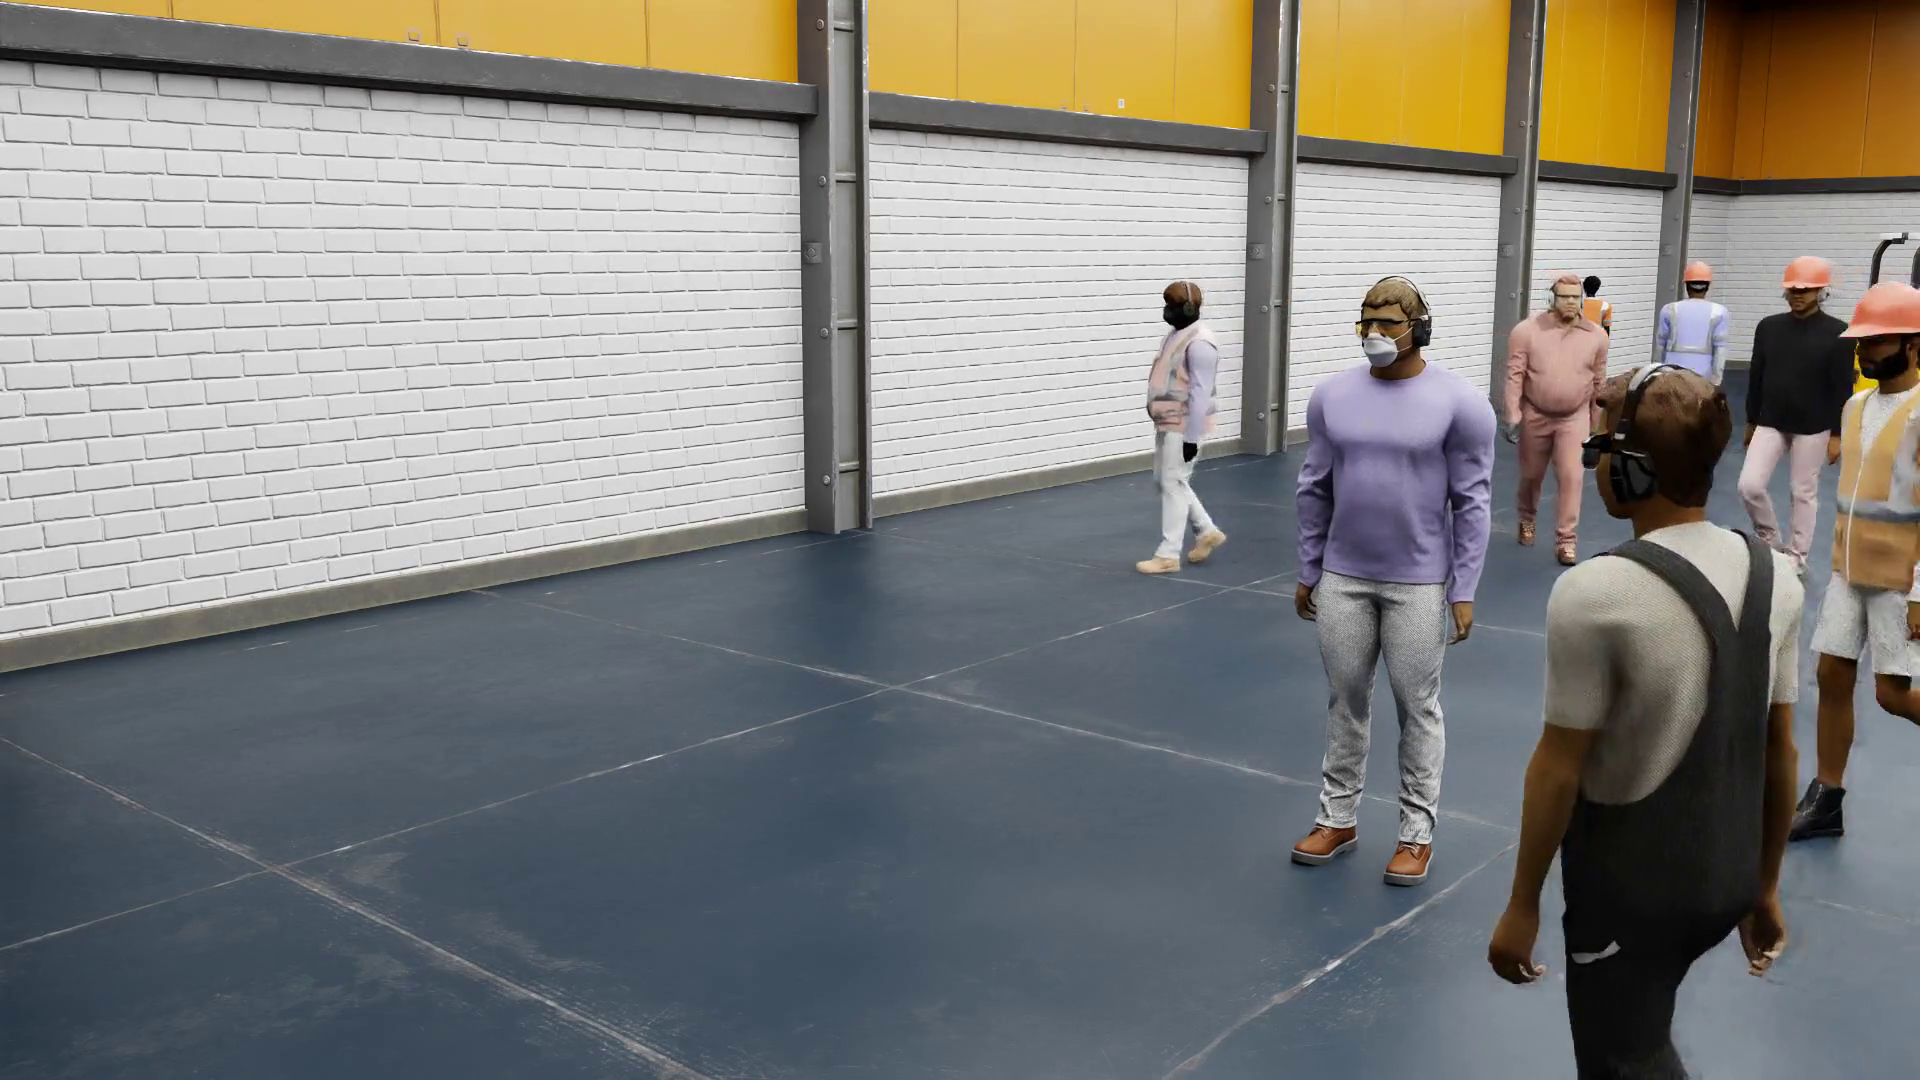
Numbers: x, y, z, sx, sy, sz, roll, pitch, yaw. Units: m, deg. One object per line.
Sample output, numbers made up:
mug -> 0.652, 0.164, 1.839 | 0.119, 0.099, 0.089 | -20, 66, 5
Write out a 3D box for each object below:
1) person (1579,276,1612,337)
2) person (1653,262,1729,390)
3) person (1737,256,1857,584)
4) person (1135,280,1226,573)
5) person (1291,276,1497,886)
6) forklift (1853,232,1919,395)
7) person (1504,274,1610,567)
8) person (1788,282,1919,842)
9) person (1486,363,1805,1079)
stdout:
person -> 7.749, -2.409, 20.530 | 0.529, 1.690, 0.321 | 2, 10, 13
person -> 6.251, -1.418, 14.286 | 0.564, 1.899, 0.922 | 4, 11, 21
person -> 4.897, -0.668, 9.775 | 0.447, 1.976, 0.659 | -7, 12, -36
person -> 1.398, -0.711, 10.453 | 0.549, 1.835, 0.645 | -1, 10, -7
person -> 1.365, 0.130, 5.352 | 0.636, 1.939, 0.362 | 7, 12, 36
forklift -> 9.955, -1.972, 16.595 | 2.313, 2.155, 1.214 | 1, 10, 8
person -> 3.909, -0.817, 10.962 | 0.640, 1.867, 0.952 | 3, 10, 15
person -> 3.183, 0.099, 5.616 | 0.736, 1.923, 0.561 | -2, 10, -11
person -> 1.188, 0.610, 2.923 | 0.503, 1.832, 0.401 | -6, 11, -29
